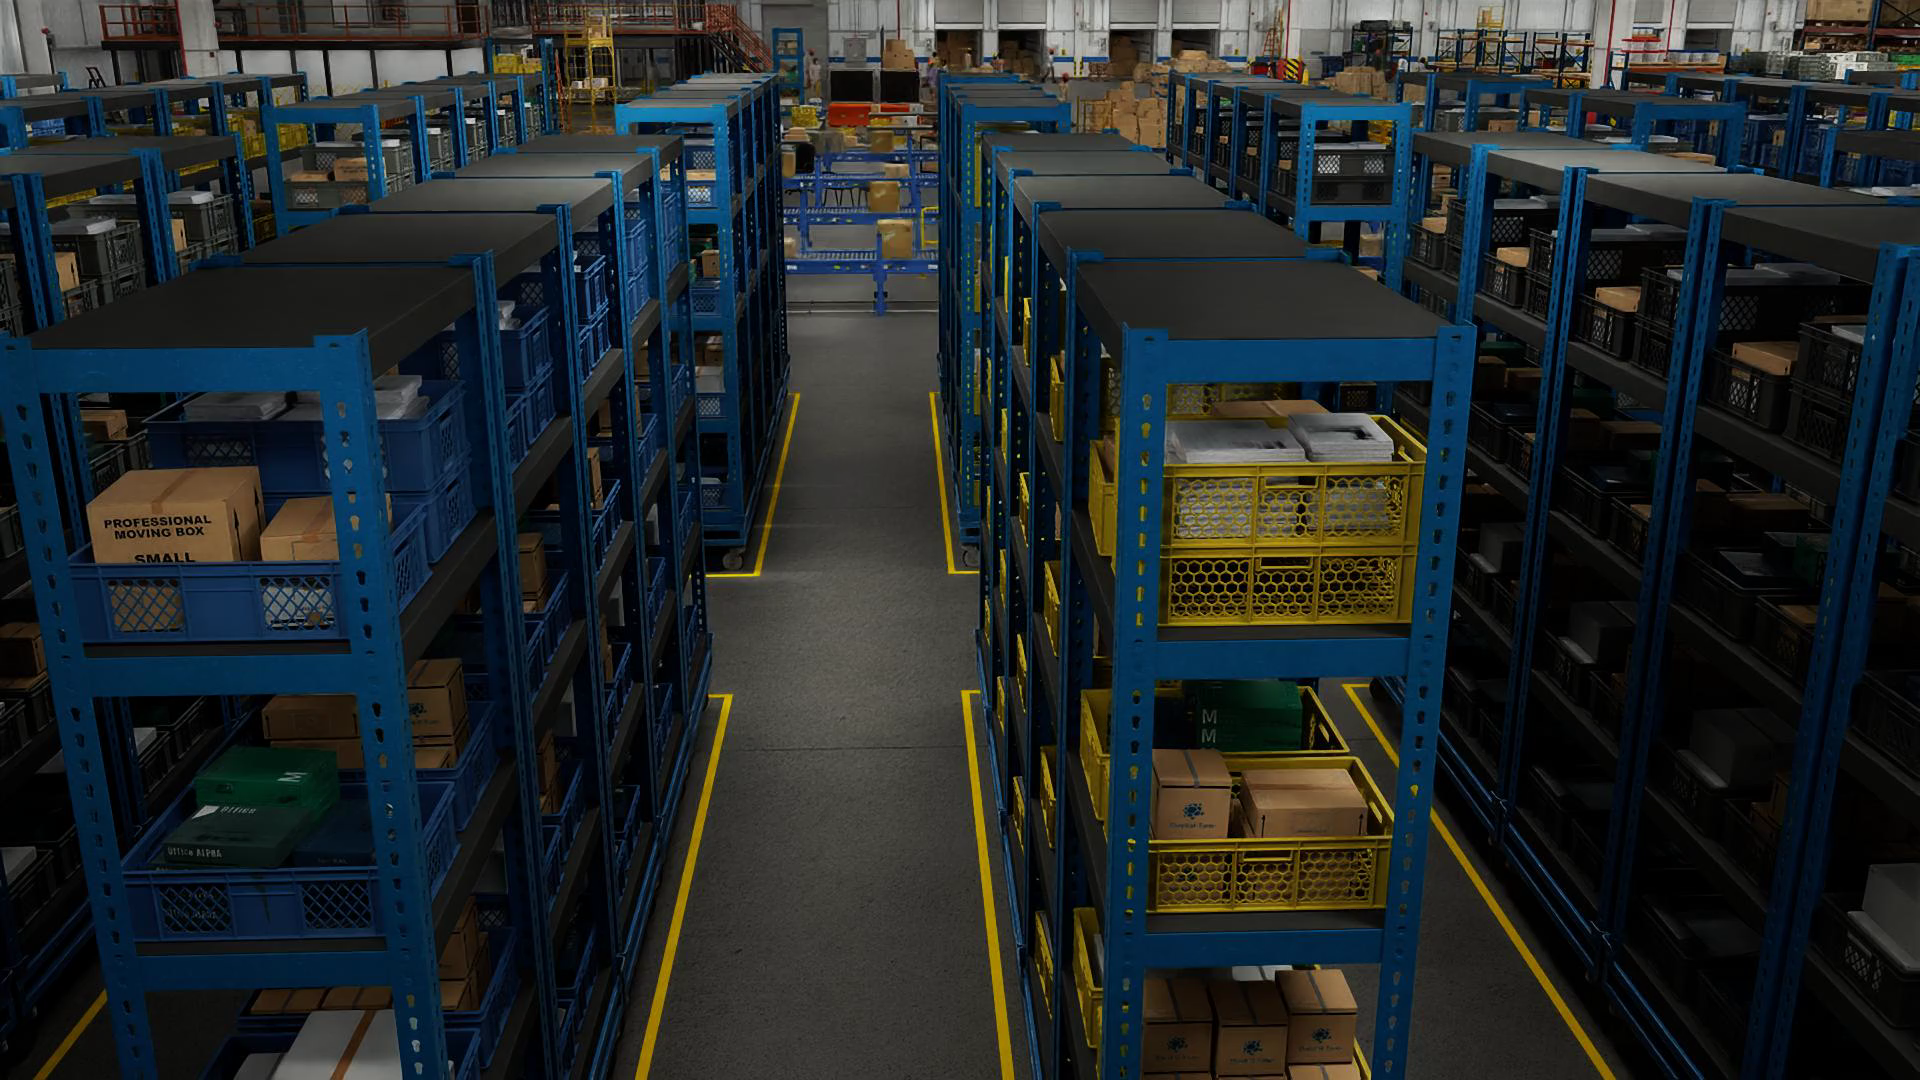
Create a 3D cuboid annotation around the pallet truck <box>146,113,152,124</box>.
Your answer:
[{"bbox_3d":[-18.087,-8.309,36.390,1.885,1.965,0.823,-1,18,-4],"label":"pallet truck"}]

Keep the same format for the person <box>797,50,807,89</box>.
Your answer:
[{"bbox_3d":[-8.158,-24.360,86.157,0.403,1.937,0.604,10,20,28],"label":"person"}]

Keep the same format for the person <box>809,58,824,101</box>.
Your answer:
[{"bbox_3d":[-6.580,-21.032,75.941,0.639,1.880,1.057,-9,20,-25],"label":"person"}]

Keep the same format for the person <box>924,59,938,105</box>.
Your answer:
[{"bbox_3d":[-1.240,-19.527,71.073,0.713,2.020,0.610,-14,22,-36],"label":"person"}]

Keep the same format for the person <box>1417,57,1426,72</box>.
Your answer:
[{"bbox_3d":[21.787,-21.862,78.586,0.429,1.841,0.621,1,18,4],"label":"person"}]

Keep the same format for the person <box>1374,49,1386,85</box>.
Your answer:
[{"bbox_3d":[21.976,-24.760,87.362,0.610,1.969,0.922,-14,23,-38],"label":"person"}]

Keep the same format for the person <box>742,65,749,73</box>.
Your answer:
[{"bbox_3d":[-8.484,-17.814,65.916,0.367,1.927,0.587,11,21,31],"label":"person"}]

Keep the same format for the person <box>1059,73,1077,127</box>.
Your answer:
[{"bbox_3d":[3.836,-15.737,59.532,0.910,1.899,0.556,12,21,32],"label":"person"}]

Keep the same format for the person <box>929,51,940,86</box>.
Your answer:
[{"bbox_3d":[-1.359,-25.243,89.070,0.647,1.826,0.526,-9,20,-26],"label":"person"}]

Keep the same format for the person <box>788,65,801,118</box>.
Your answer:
[{"bbox_3d":[-6.256,-17.302,64.150,0.974,2.000,0.709,3,18,10],"label":"person"}]

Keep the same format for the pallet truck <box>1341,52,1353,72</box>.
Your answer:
[{"bbox_3d":[18.794,-23.123,82.231,0.823,1.965,1.885,-13,22,-35],"label":"pallet truck"}]

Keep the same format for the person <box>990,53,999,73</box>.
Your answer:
[{"bbox_3d":[1.828,-24.822,87.874,0.524,1.759,0.328,-9,20,-26],"label":"person"}]

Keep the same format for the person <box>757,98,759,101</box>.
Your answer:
[{"bbox_3d":[-5.596,-11.573,46.696,0.533,1.868,0.310,6,19,17],"label":"person"}]

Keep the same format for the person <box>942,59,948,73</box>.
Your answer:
[{"bbox_3d":[-0.706,-20.925,75.636,0.310,1.868,0.533,2,18,7],"label":"person"}]

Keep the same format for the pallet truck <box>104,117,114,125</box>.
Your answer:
[{"bbox_3d":[-18.367,-7.885,35.078,1.885,1.965,0.823,1,18,2],"label":"pallet truck"}]

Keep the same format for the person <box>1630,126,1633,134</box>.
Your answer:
[{"bbox_3d":[19.794,-12.207,48.928,0.540,1.697,0.318,15,23,38],"label":"person"}]

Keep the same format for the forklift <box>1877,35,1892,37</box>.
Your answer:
[{"bbox_3d":[44.168,-22.919,80.186,1.129,2.768,1.873,-1,18,-2],"label":"forklift"}]

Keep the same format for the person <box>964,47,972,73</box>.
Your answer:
[{"bbox_3d":[0.549,-26.967,94.325,1.004,1.868,0.607,-2,18,-7],"label":"person"}]

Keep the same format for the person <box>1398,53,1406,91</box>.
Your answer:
[{"bbox_3d":[22.389,-23.713,84.260,0.351,1.878,0.568,-8,19,-23],"label":"person"}]

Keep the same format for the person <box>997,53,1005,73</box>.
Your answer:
[{"bbox_3d":[2.189,-25.627,90.524,0.536,1.650,0.867,-3,18,-8],"label":"person"}]

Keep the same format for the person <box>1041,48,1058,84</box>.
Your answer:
[{"bbox_3d":[4.942,-26.179,91.859,0.844,1.897,0.546,7,19,20],"label":"person"}]

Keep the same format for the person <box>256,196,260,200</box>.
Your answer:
[{"bbox_3d":[-8.746,-3.366,21.113,0.609,1.984,0.399,9,20,25],"label":"person"}]

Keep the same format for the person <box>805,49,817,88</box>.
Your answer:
[{"bbox_3d":[-7.812,-24.638,86.991,0.677,1.959,0.422,-7,19,-22],"label":"person"}]
